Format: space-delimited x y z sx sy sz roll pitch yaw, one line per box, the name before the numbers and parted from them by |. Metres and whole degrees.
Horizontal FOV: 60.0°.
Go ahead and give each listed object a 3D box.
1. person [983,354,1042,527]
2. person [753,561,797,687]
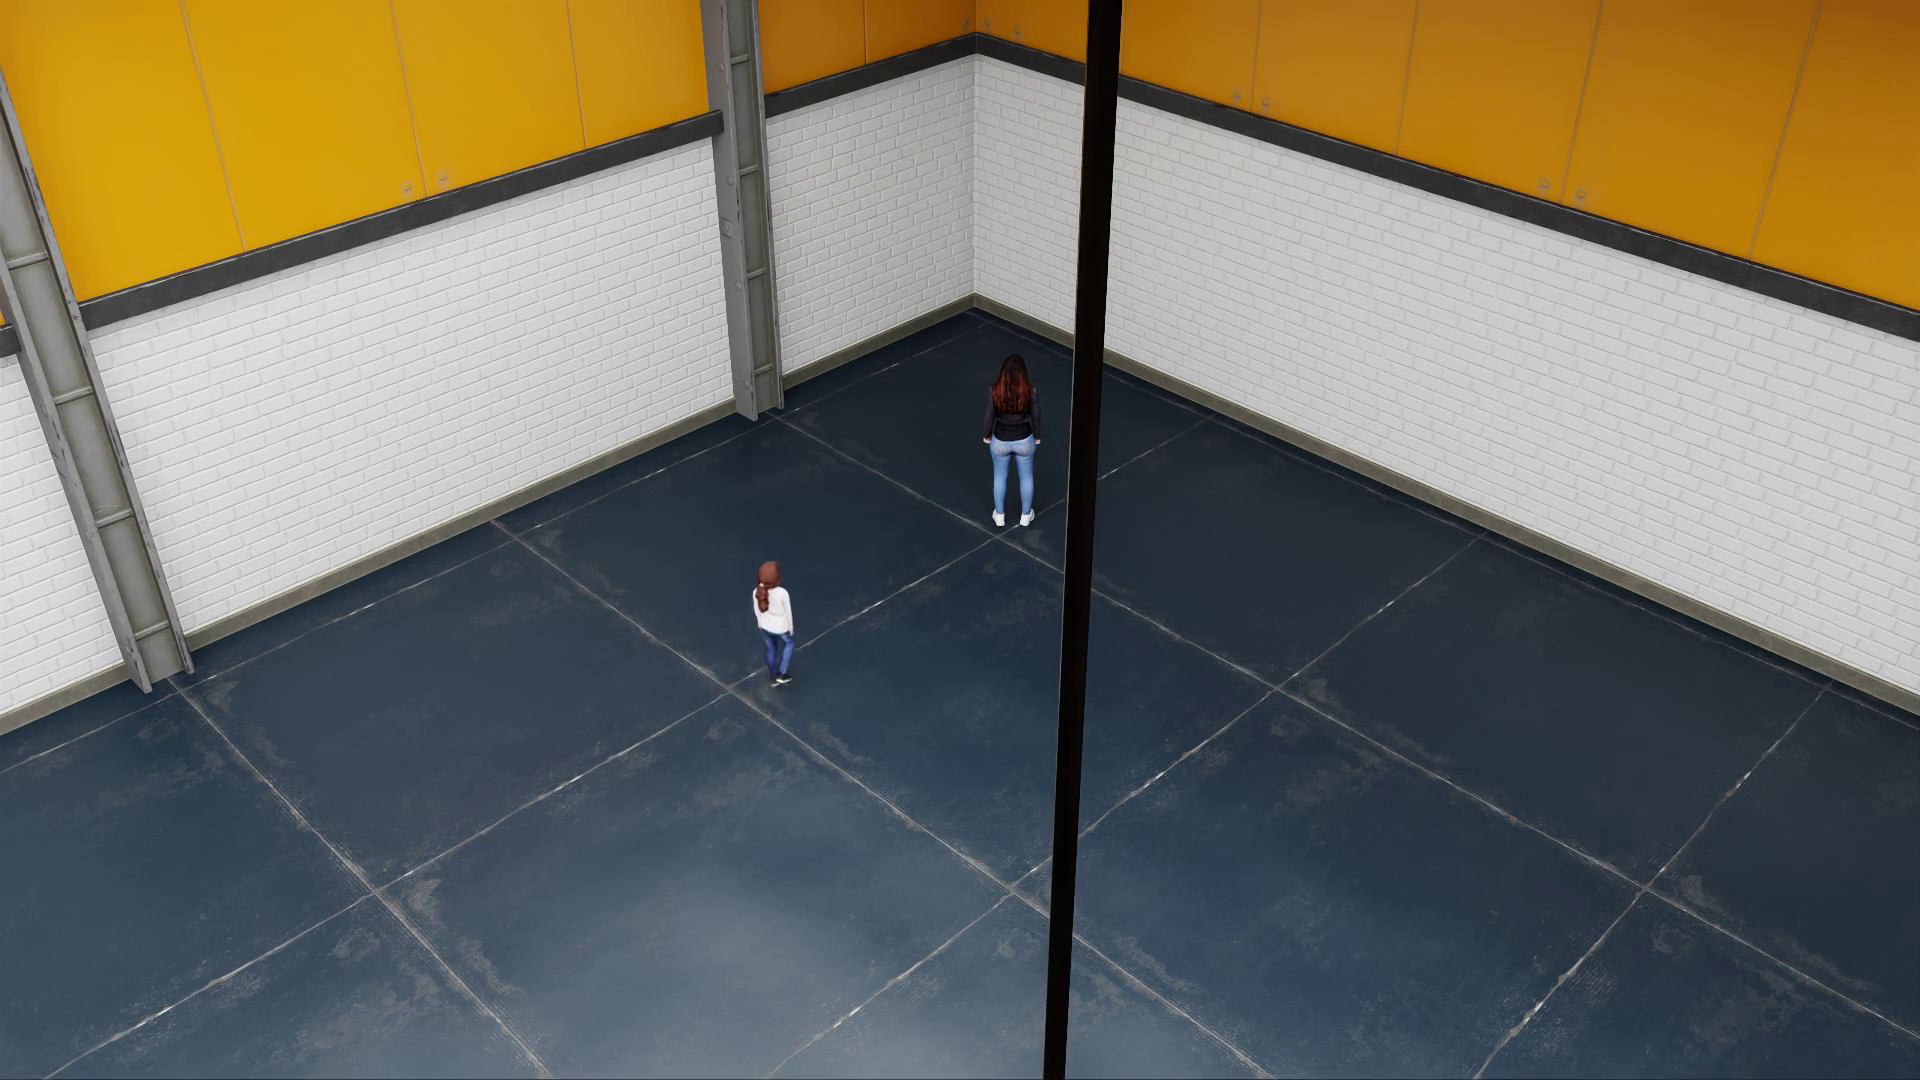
person | 0.457 -0.866 14.385 0.727 1.634 0.775 2 34 2
person | -1.413 0.658 12.568 0.543 1.107 0.589 7 34 11
